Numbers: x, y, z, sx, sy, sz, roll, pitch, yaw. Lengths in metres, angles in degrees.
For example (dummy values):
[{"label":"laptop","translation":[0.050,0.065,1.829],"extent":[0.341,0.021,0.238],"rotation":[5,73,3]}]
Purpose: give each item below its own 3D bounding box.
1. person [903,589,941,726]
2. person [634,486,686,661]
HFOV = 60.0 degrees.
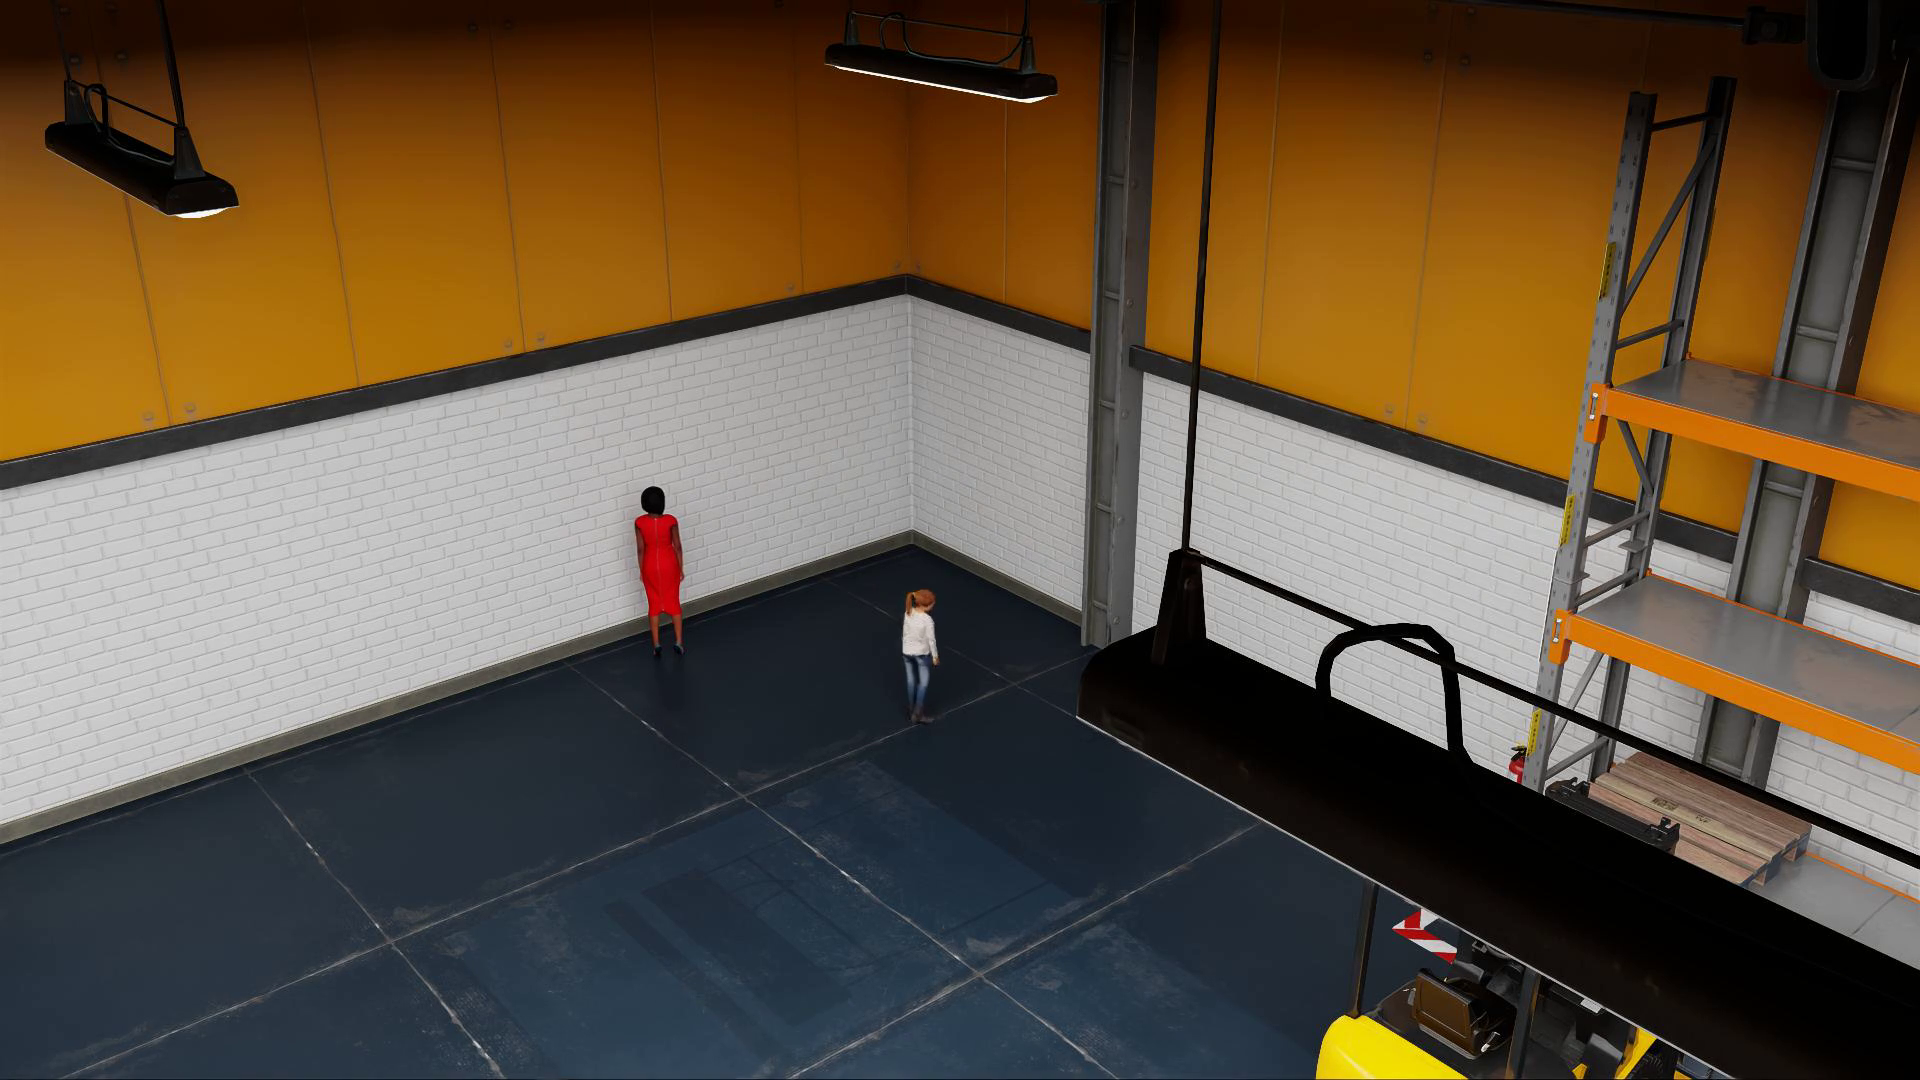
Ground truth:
[{"label":"person","translation":[-0.398,0.998,14.636],"extent":[0.530,1.298,0.635],"rotation":[7,25,17]},{"label":"person","translation":[-2.817,0.307,15.661],"extent":[0.645,1.743,0.673],"rotation":[-2,24,-4]}]
